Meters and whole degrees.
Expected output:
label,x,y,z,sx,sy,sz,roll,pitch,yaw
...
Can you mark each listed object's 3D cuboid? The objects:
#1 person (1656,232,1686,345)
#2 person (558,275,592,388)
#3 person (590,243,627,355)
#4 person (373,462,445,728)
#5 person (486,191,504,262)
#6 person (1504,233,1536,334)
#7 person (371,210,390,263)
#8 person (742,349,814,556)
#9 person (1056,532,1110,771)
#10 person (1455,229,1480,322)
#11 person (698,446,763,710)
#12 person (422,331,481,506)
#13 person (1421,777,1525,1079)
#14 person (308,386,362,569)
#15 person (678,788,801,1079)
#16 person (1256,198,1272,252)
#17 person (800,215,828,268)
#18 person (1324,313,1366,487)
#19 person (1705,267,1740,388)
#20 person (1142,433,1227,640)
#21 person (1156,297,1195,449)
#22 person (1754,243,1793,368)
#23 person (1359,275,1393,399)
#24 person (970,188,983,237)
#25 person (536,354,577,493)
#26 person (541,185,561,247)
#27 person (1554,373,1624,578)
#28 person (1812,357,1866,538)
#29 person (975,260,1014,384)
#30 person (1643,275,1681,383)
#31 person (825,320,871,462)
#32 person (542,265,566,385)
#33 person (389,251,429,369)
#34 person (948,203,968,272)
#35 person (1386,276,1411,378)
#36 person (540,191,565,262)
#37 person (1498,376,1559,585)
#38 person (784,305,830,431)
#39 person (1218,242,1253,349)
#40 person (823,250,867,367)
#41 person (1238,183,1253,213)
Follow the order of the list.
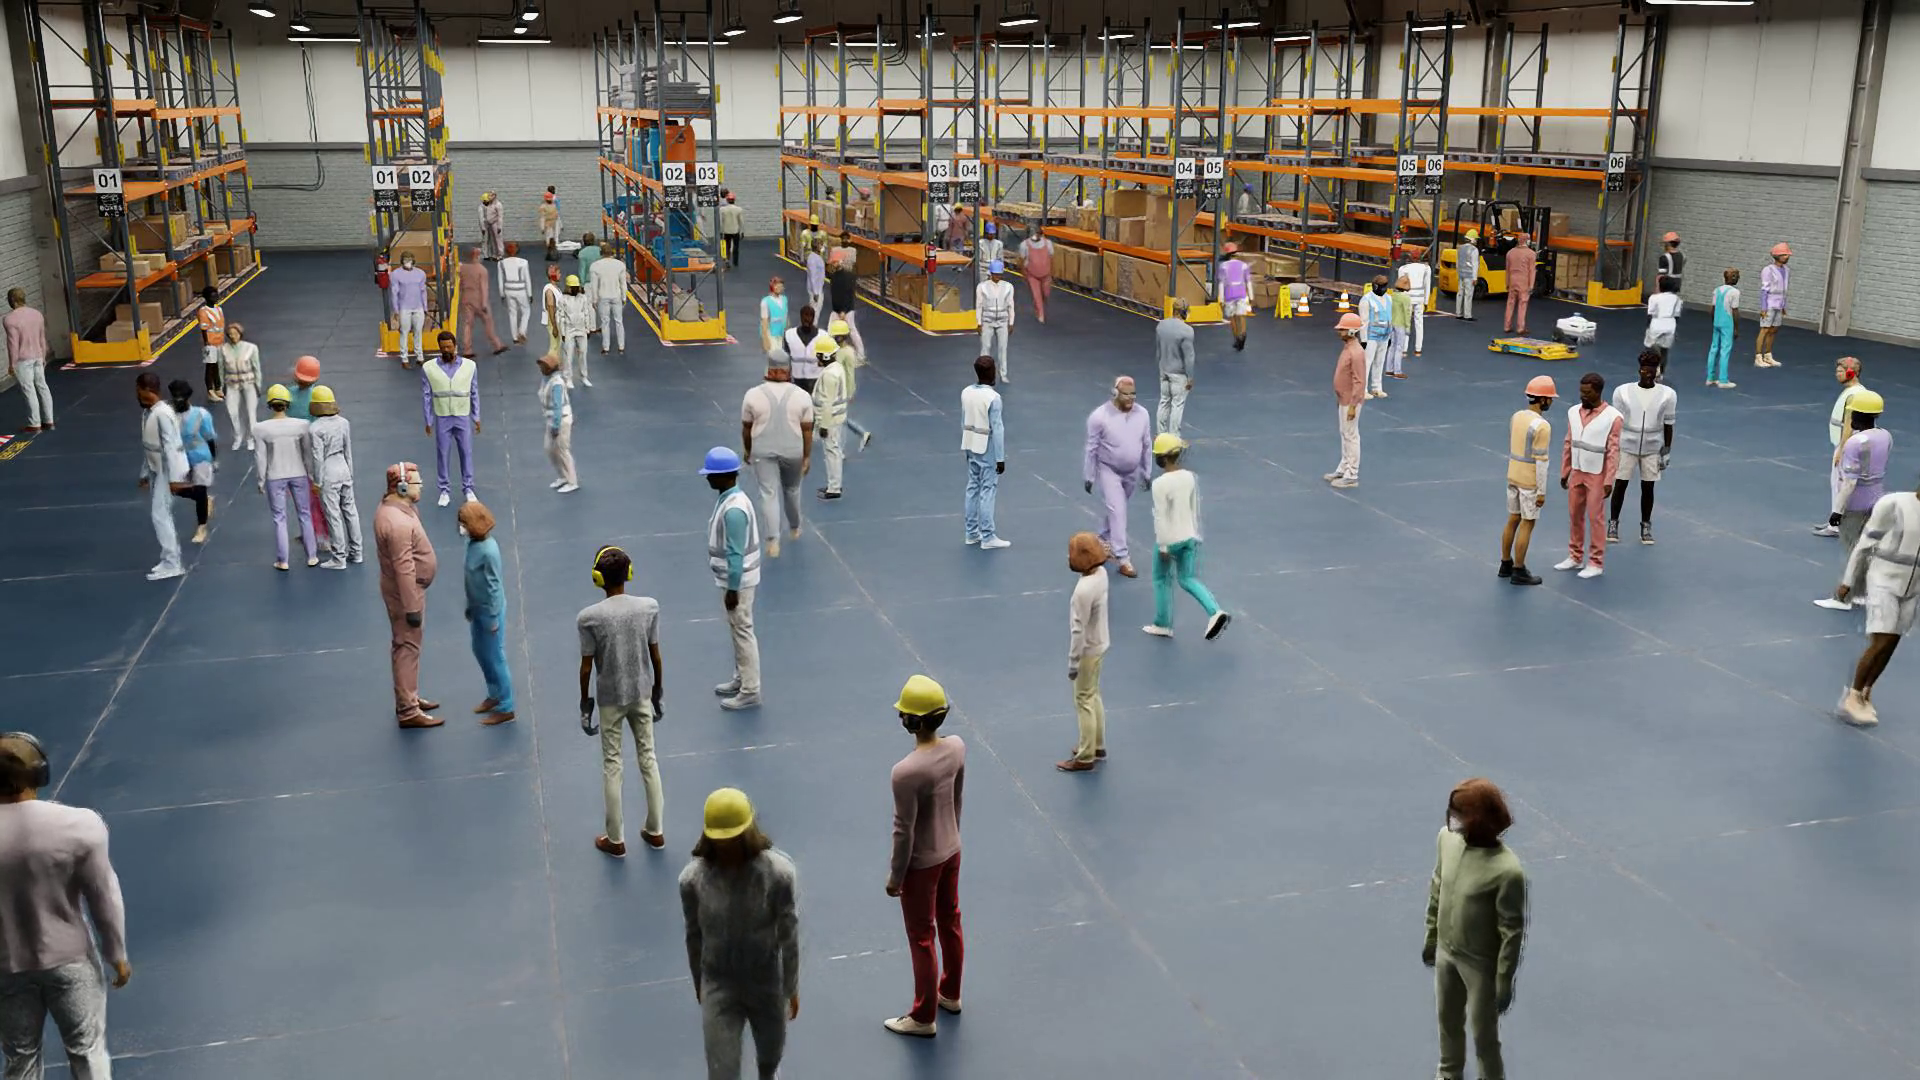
label,x,y,z,sx,sy,sz,roll,pitch,yaw
person,12.808,-4.529,30.022,0.634,2.029,0.521,-7,17,-26
person,-5.914,-3.207,25.597,0.487,1.737,0.322,-11,18,-34
person,-6.082,-4.174,28.841,0.628,1.940,0.373,-6,16,-21
person,-3.896,0.383,11.776,0.397,1.900,0.649,-6,16,-22
person,-12.721,-8.563,45.419,0.408,1.908,0.645,-14,20,-42
person,10.604,-4.837,31.420,0.403,1.900,0.639,-10,18,-33
person,-15.003,-7.960,43.180,0.559,1.902,0.964,-1,15,-3
person,-1.788,-0.914,16.376,0.693,2.000,1.006,-2,15,-6
person,0.829,0.735,10.972,0.292,1.626,0.510,6,16,21
person,10.130,-5.265,33.144,0.404,1.834,0.592,-5,16,-18
person,-1.667,0.268,12.139,0.421,1.938,0.603,-4,15,-13
person,-5.554,-1.336,18.200,0.597,1.916,0.371,-6,16,-20
person,2.162,1.782,7.048,0.291,1.627,0.531,-7,16,-24
person,-5.955,-0.596,15.750,0.324,1.743,0.491,6,16,22
person,-0.902,1.775,6.899,0.486,1.708,0.820,-2,15,-6
person,8.258,-8.481,45.183,0.521,1.871,0.335,13,20,41
person,-3.174,-6.111,36.198,0.600,1.896,0.745,-1,15,-5
person,4.442,-1.604,19.059,0.384,1.996,0.610,1,15,2
person,11.772,-3.264,25.593,0.343,1.847,0.507,-5,16,-18
person,1.831,0.001,13.558,0.530,1.727,0.715,-13,20,-41
person,2.733,-2.109,21.100,0.378,1.929,0.636,-11,18,-35
person,13.468,-3.875,27.503,0.614,2.048,0.361,-9,17,-30
person,6.169,-3.003,24.648,0.619,1.836,0.431,-10,18,-34
person,0.518,-10.655,53.409,0.327,1.842,0.517,12,19,39
person,-4.526,-1.309,18.677,0.428,1.602,0.546,-9,17,-30
person,-12.185,-9.660,49.707,0.624,1.830,0.431,7,16,25
person,5.867,-0.616,15.519,0.407,1.907,0.597,-8,17,-28
person,8.990,-0.939,16.877,0.401,1.830,0.580,8,17,26
person,0.541,-3.375,25.846,0.602,1.938,0.425,-2,15,-9
person,10.949,-3.286,25.950,0.543,1.686,0.367,0,15,0
person,-1.392,-1.844,20.444,0.606,1.754,0.529,-8,17,-27
person,-6.320,-3.355,25.927,0.385,1.849,0.569,-2,15,-8
person,-9.051,-3.795,27.418,0.629,1.936,0.372,-14,20,-42
person,-0.075,-7.821,42.916,0.557,1.743,0.642,-3,15,-11
person,7.002,-3.398,26.524,0.281,1.628,0.503,-5,16,-17
person,-11.142,-8.544,45.357,0.616,1.901,0.628,8,17,27
person,5.219,-0.546,15.218,0.385,1.930,0.539,-3,15,-13
person,-1.920,-2.045,20.954,0.617,1.883,0.761,0,15,1
person,4.882,-4.293,29.394,0.622,1.886,0.784,-2,15,-8
person,-1.962,-3.804,27.449,1.025,1.940,0.623,-12,19,-38
person,8.434,-9.586,49.210,0.412,1.946,0.617,1,15,3
